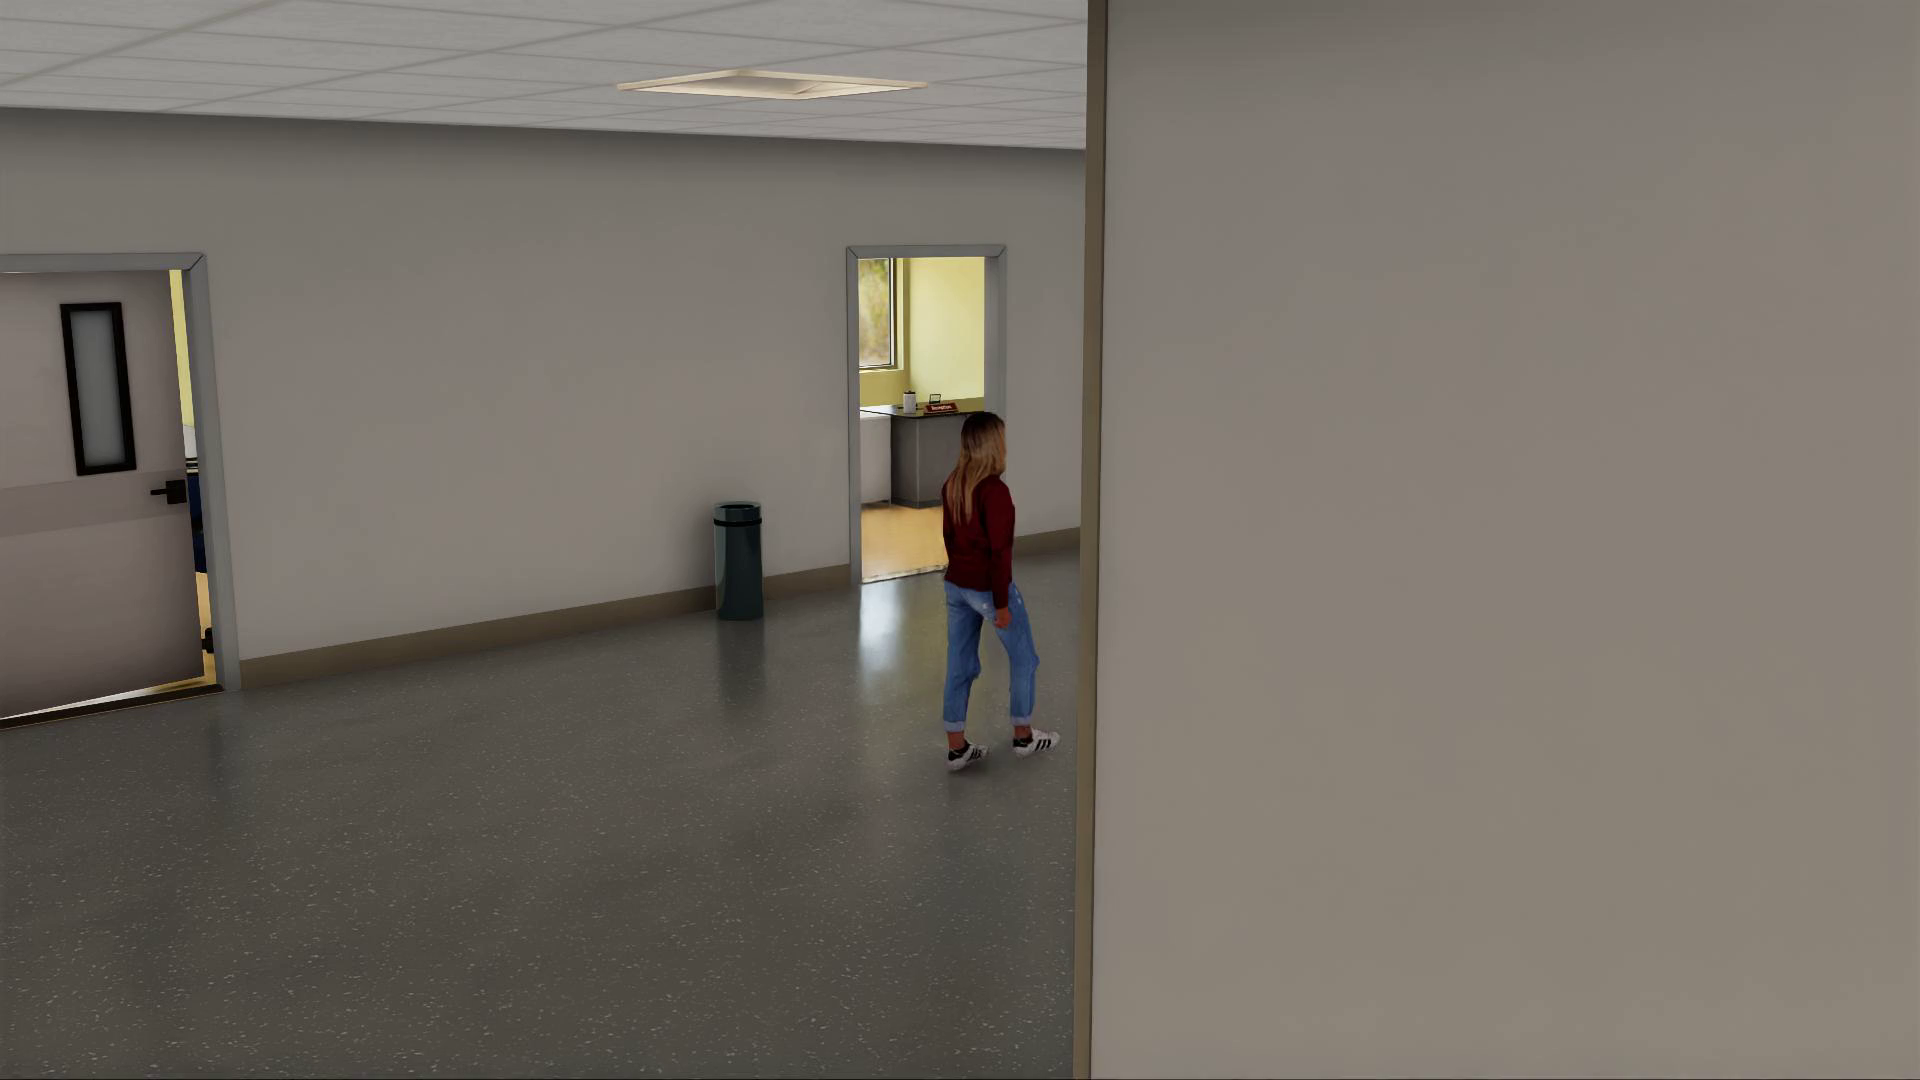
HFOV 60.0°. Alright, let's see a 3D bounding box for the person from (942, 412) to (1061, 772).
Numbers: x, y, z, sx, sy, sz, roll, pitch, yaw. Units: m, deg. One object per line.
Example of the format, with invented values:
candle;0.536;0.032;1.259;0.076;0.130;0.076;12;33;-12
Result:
person;0.041;0.252;7.443;0.801;1.619;0.642;-10;15;-43
